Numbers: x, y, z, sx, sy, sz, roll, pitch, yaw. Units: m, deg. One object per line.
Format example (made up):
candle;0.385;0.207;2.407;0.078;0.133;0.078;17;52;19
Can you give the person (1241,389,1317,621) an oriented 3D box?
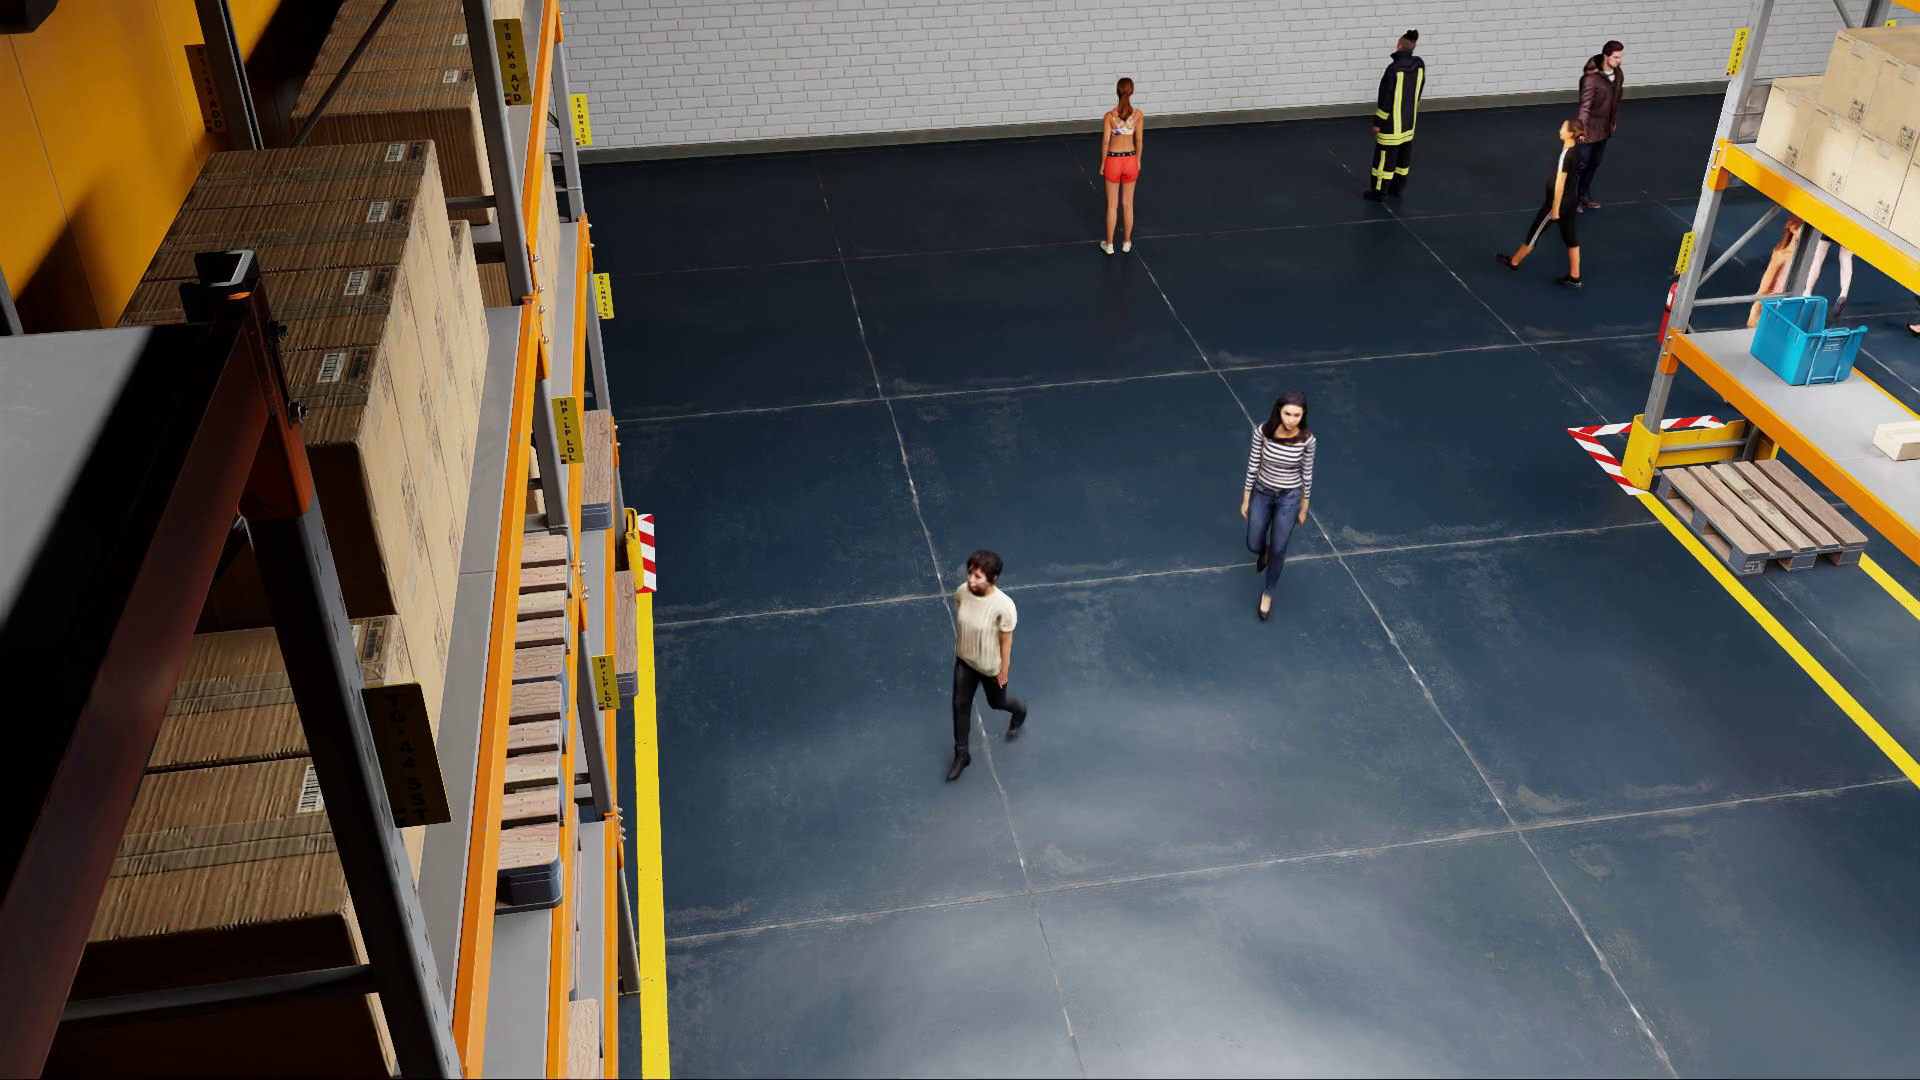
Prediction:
person;2.181;-0.286;11.477;0.767;1.779;0.865;8;34;11

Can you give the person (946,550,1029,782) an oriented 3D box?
person;0.184;0.721;10.160;0.999;1.561;1.042;22;40;30

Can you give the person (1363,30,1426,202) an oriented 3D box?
person;4.687;-4.563;17.840;0.850;1.859;0.835;-19;38;-26

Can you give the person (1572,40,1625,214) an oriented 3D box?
person;6.700;-4.385;17.588;0.849;1.841;0.830;-21;39;-29

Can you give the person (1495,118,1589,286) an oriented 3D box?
person;5.856;-3.219;16.029;1.156;1.624;1.055;24;41;32

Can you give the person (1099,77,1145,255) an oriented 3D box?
person;1.613;-3.747;16.673;0.581;1.791;0.551;-4;34;-6

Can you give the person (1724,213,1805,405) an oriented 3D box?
person;6.673;-1.901;13.870;0.738;1.818;0.771;-20;39;-27
